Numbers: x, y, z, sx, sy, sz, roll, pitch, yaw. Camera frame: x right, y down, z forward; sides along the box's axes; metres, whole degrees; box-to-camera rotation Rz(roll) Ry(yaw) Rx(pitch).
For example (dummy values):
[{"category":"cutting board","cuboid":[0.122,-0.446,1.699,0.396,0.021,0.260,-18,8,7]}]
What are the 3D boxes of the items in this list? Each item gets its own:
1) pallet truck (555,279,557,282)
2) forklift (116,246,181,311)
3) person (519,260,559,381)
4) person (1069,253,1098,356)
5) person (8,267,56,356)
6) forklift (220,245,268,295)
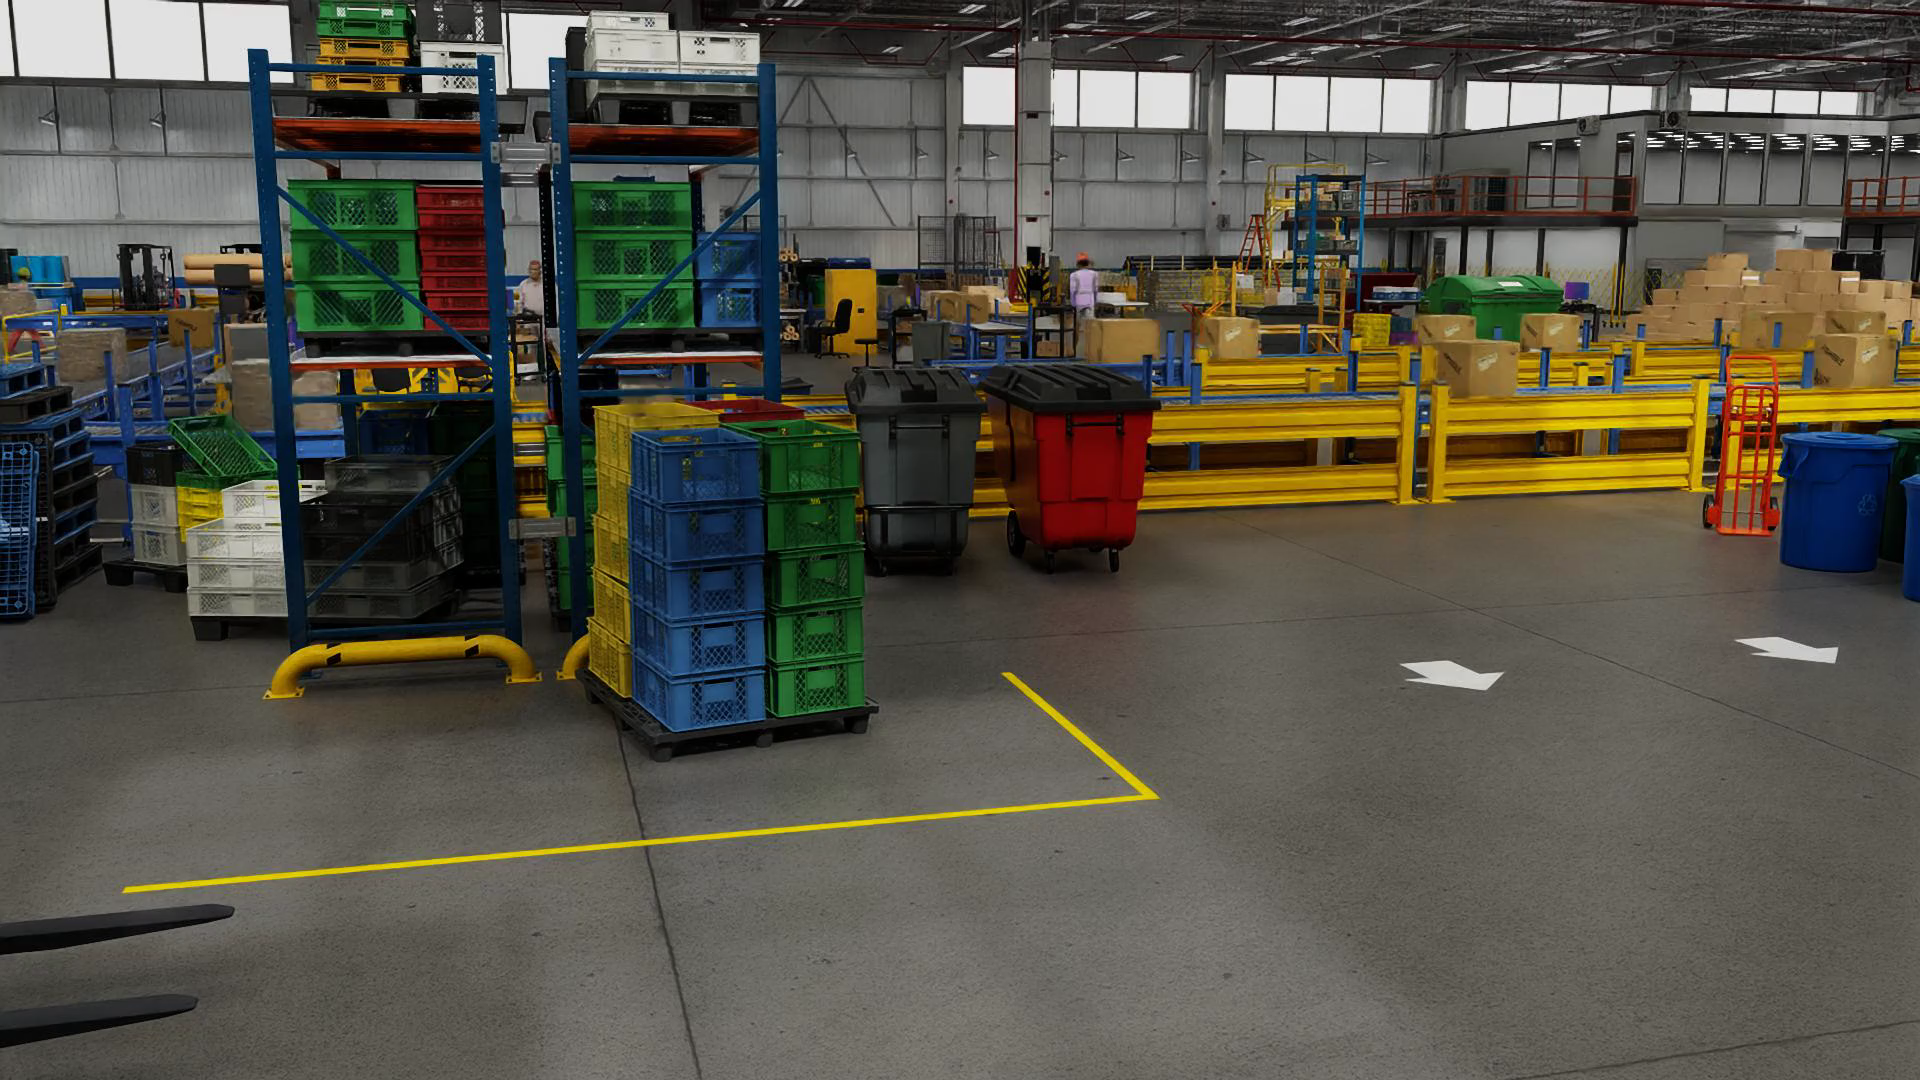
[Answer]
[{"category":"pallet truck","cuboid":[-10.604,-6.375,44.520,0.653,1.274,1.630,-3,10,-15]},{"category":"forklift","cuboid":[-19.966,-6.232,40.894,1.157,1.987,2.680,-3,10,-15]},{"category":"person","cuboid":[-6.666,-3.459,26.307,0.642,1.905,0.399,1,10,6]},{"category":"person","cuboid":[2.399,-4.630,32.680,0.612,1.985,1.049,-2,10,-11]},{"category":"person","cuboid":[-18.226,-4.447,32.438,0.928,1.716,0.545,-9,14,-43]},{"category":"forklift","cuboid":[-17.749,-6.334,41.440,1.157,1.987,2.680,-3,10,-17]}]
